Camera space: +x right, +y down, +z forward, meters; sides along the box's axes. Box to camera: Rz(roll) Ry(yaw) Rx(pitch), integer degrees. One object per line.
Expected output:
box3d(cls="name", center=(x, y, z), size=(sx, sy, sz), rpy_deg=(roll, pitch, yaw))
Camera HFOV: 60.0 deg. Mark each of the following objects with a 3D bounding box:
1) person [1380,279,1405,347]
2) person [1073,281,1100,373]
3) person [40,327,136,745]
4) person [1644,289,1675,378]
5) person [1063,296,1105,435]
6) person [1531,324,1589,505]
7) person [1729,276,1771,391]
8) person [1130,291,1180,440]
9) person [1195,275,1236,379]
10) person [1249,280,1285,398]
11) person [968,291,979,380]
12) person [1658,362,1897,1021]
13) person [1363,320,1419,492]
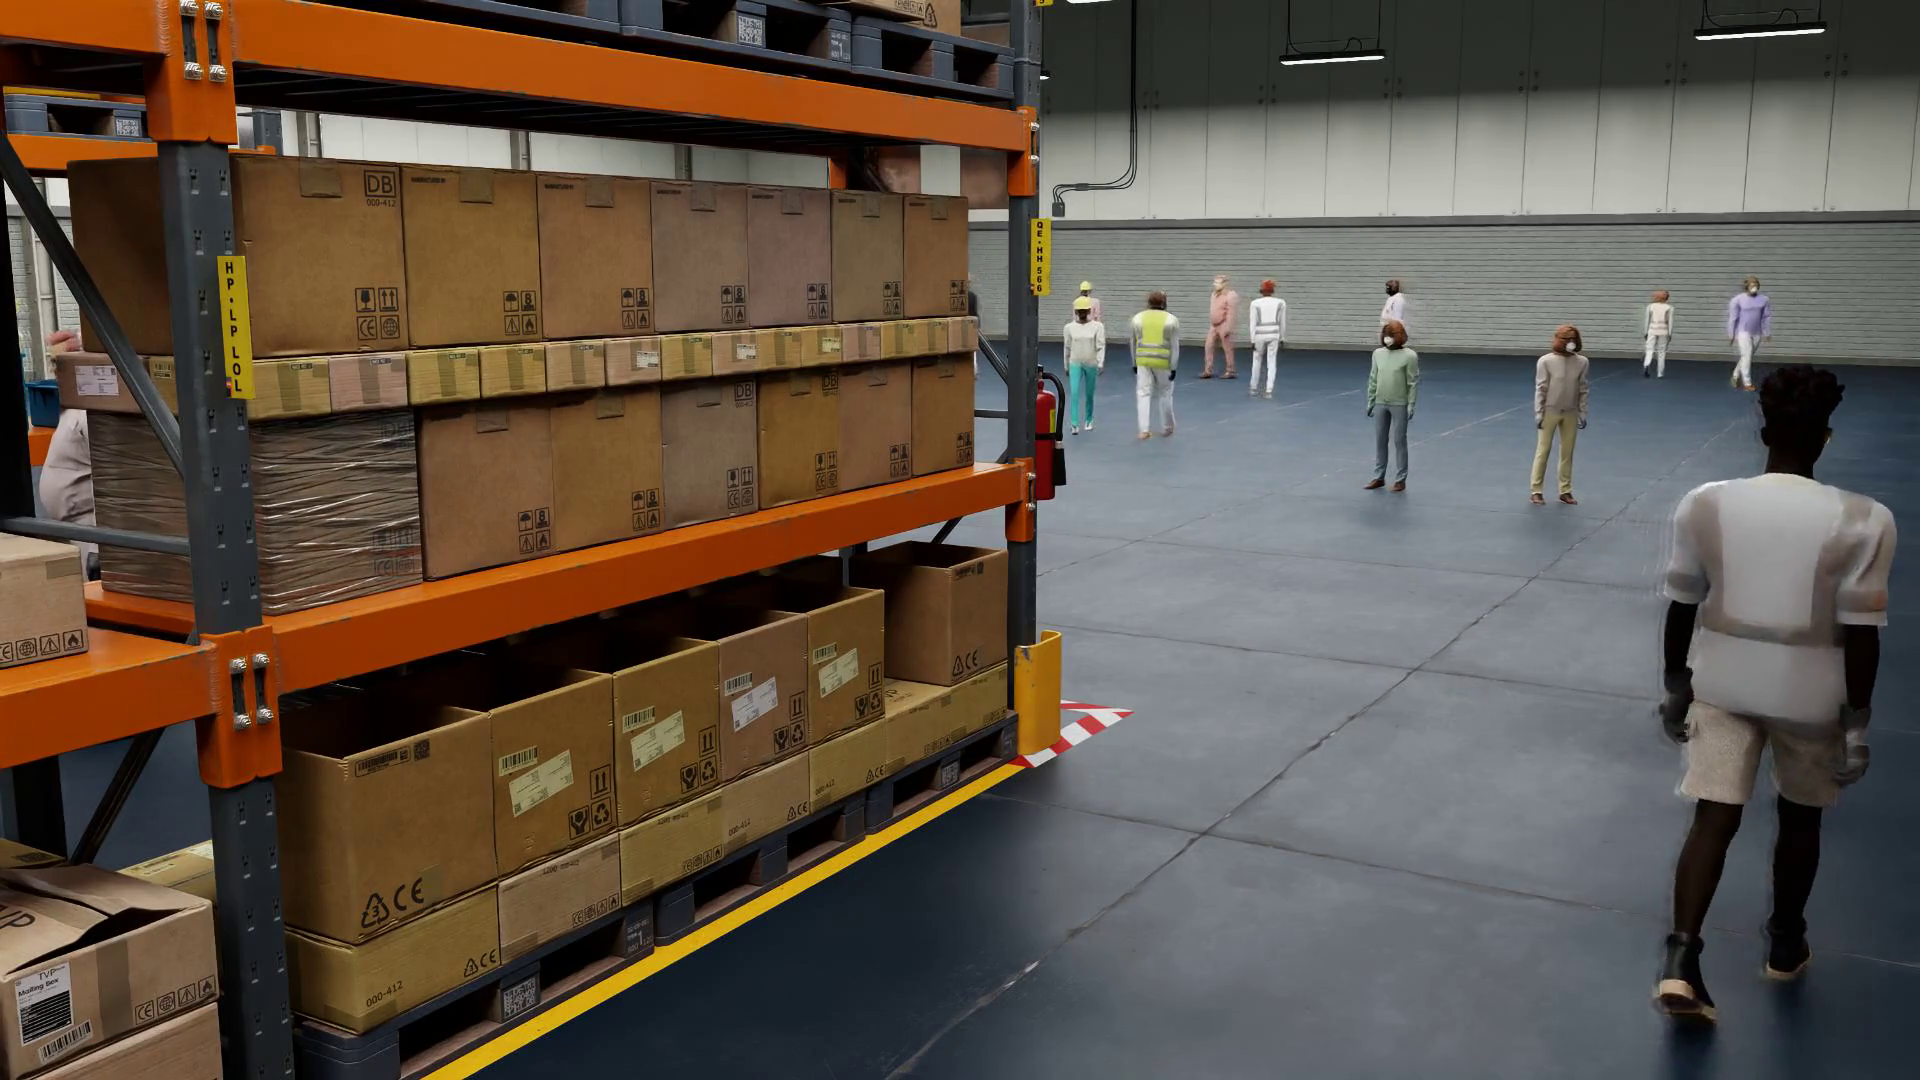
box3d(cls="person", center=(7.788, -3.748, 29.711), size=(0.651, 1.825, 0.640), rpy_deg=(1, 10, 8))
box3d(cls="person", center=(2.417, -4.069, 31.786), size=(0.533, 1.755, 0.522), rpy_deg=(1, 10, 7))
box3d(cls="person", center=(-3.986, -0.022, 7.662), size=(0.411, 1.908, 0.643), rpy_deg=(-6, 11, -32))
box3d(cls="person", center=(12.745, -3.763, 30.378), size=(0.518, 1.623, 0.617), rpy_deg=(6, 12, 33))
box3d(cls="person", center=(1.572, -2.216, 21.042), size=(0.530, 1.729, 0.883), rpy_deg=(1, 10, 6))
box3d(cls="person", center=(5.384, -1.116, 14.910), size=(0.499, 1.626, 0.305), rpy_deg=(-1, 10, -6))
box3d(cls="person", center=(13.121, -3.449, 27.754), size=(0.631, 1.907, 0.941), rpy_deg=(0, 10, -3))
box3d(cls="person", center=(2.415, -2.153, 20.465), size=(0.626, 1.795, 0.945), rpy_deg=(3, 10, 18))
box3d(cls="person", center=(4.655, -3.836, 30.082), size=(0.854, 1.869, 0.672), rpy_deg=(-6, 11, -30))
box3d(cls="person", center=(4.849, -3.190, 26.392), size=(0.584, 1.839, 0.955), rpy_deg=(0, 10, 0))
box3d(cls="person", center=(0.058, -3.851, 29.952), size=(0.636, 1.964, 0.943), rpy_deg=(-4, 10, -22))
box3d(cls="person", center=(2.342, 0.446, 4.862), size=(0.610, 1.934, 0.943), rpy_deg=(8, 12, 39))
box3d(cls="person", center=(4.087, -1.269, 15.762), size=(0.268, 1.631, 0.507), rpy_deg=(-9, 13, -43))
